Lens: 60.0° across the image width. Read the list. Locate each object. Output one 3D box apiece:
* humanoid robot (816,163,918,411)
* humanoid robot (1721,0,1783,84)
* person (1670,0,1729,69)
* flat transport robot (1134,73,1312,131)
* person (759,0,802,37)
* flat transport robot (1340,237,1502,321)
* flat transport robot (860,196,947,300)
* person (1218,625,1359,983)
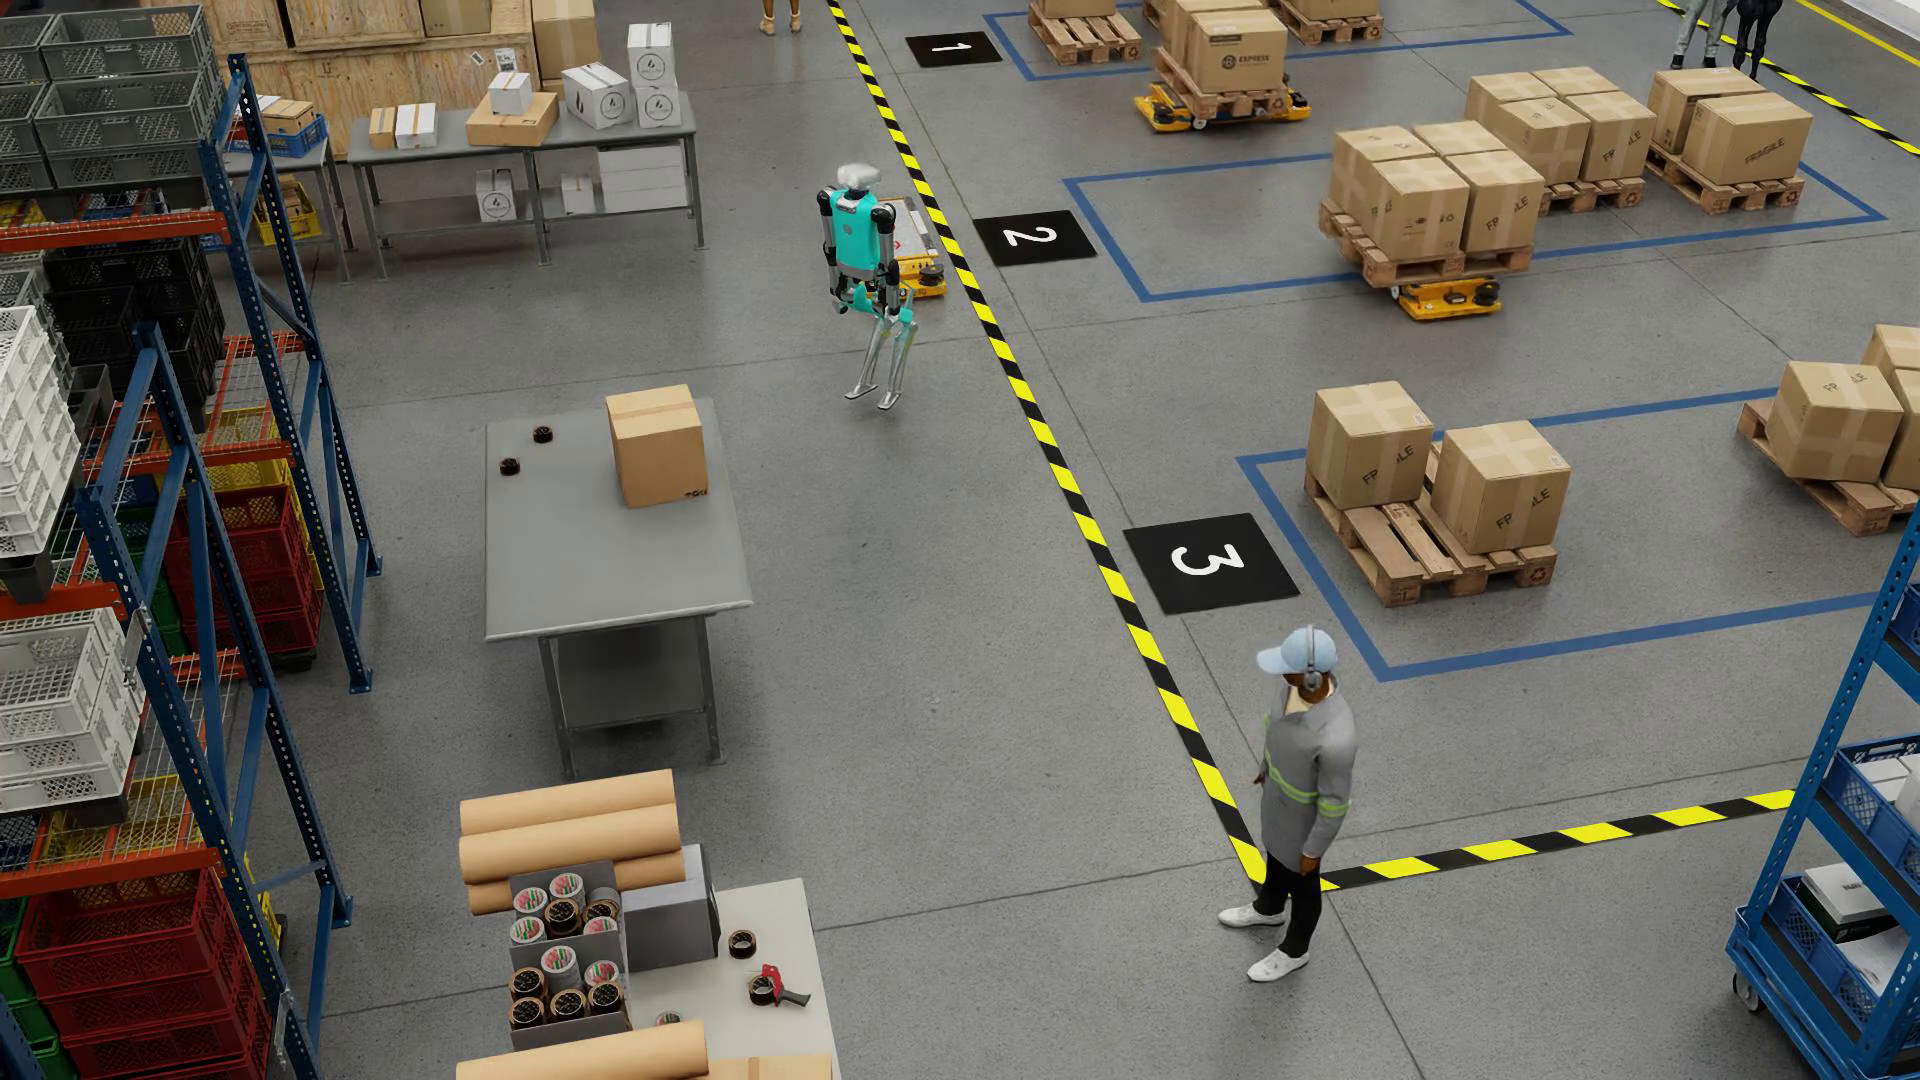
[{"bbox_3d":[-0.489,-1.636,10.409,0.533,1.677,0.735,21,42,26],"label":"humanoid robot"},{"bbox_3d":[7.176,-4.892,14.936,0.599,1.657,0.315,-14,39,-19],"label":"humanoid robot"},{"bbox_3d":[6.981,-5.225,15.268,0.598,1.827,0.404,8,37,11],"label":"person"},{"bbox_3d":[2.334,-3.906,14.780,1.431,0.197,0.652,-8,37,-10],"label":"flat transport robot"},{"bbox_3d":[-1.789,-5.887,15.983,0.611,2.041,0.377,-10,38,-13],"label":"person"},{"bbox_3d":[3.387,-2.072,12.316,0.652,0.197,1.431,-8,37,-10],"label":"flat transport robot"},{"bbox_3d":[-0.570,-2.220,12.538,0.659,0.231,1.431,-8,37,-10],"label":"flat transport robot"},{"bbox_3d":[1.341,1.076,6.785,0.406,1.847,0.589,-7,37,-10],"label":"person"}]
